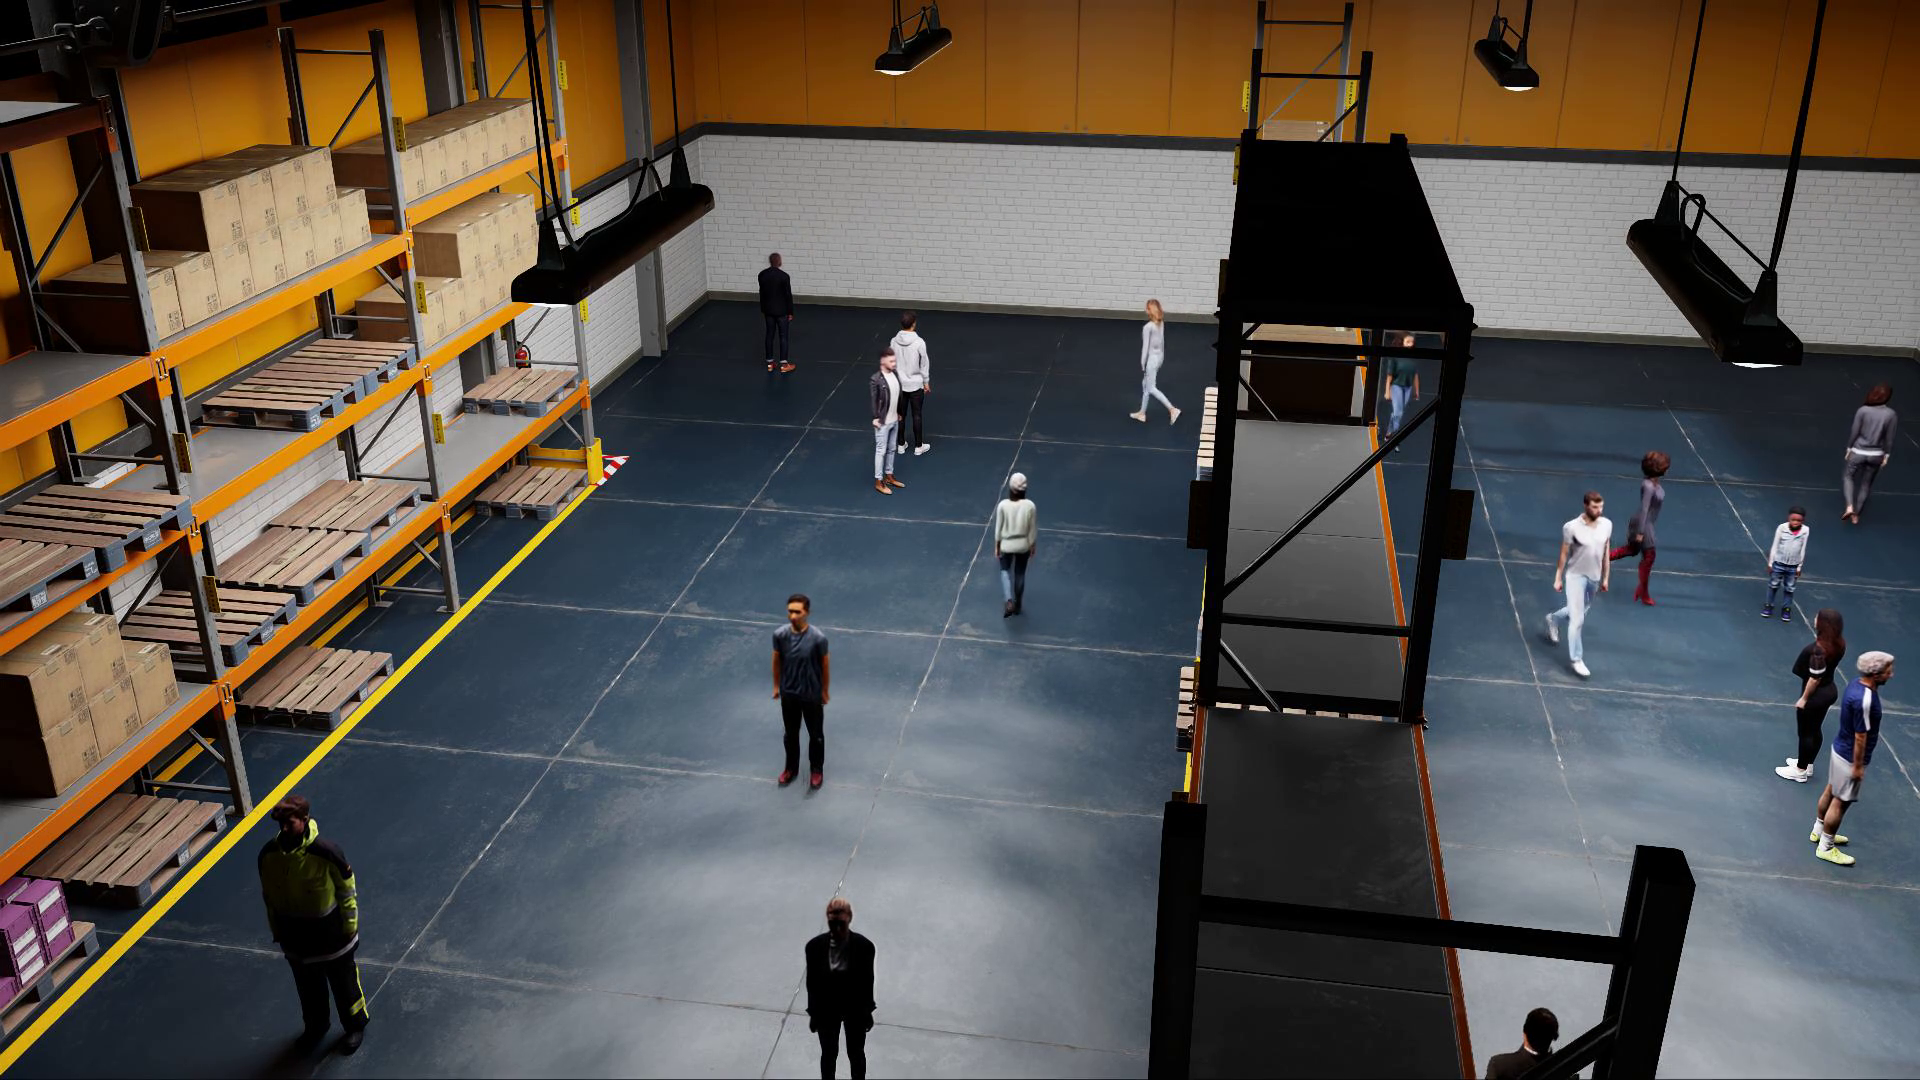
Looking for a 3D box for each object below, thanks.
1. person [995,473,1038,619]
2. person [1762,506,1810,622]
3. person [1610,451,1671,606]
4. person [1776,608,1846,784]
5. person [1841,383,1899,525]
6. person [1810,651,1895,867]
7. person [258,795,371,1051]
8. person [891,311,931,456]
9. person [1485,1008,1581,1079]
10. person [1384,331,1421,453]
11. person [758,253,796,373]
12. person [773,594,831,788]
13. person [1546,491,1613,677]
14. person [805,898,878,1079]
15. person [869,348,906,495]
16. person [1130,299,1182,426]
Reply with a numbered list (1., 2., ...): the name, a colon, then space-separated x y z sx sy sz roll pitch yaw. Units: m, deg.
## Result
1. person: 0.587 0.087 17.332 0.681 1.634 0.870 0 24 0
2. person: 8.704 0.218 17.501 0.527 1.259 0.557 10 26 22
3. person: 7.206 -0.147 17.799 0.845 1.689 1.033 12 26 25
4. person: 7.442 1.339 14.461 0.701 1.639 0.774 -19 30 -37
5. person: 10.714 -0.990 19.644 0.718 1.756 0.815 10 26 22
6. person: 7.165 1.710 13.367 0.727 1.836 0.539 8 25 17
7. person: -4.348 2.569 11.222 0.799 1.980 0.679 1 24 2
8. person: -0.665 -2.070 21.897 0.709 1.931 0.642 8 25 17
9. person: 3.108 3.467 9.281 0.724 1.891 0.668 5 24 10
10. person: 5.849 -2.037 22.235 0.798 1.597 0.899 -9 25 -20
11. person: -2.791 -3.463 25.224 0.749 1.818 0.675 10 25 21
12. person: -1.363 1.284 14.374 0.646 1.810 0.535 4 24 10
13. person: 6.125 0.354 16.487 0.955 1.822 1.268 -5 24 -11
14. person: -0.750 3.000 10.576 0.658 1.707 0.621 -2 24 -4
15. person: -0.925 -1.511 20.735 0.795 1.836 0.650 16 28 32
16. person: 2.717 -2.405 22.862 1.030 1.770 1.111 19 30 37
